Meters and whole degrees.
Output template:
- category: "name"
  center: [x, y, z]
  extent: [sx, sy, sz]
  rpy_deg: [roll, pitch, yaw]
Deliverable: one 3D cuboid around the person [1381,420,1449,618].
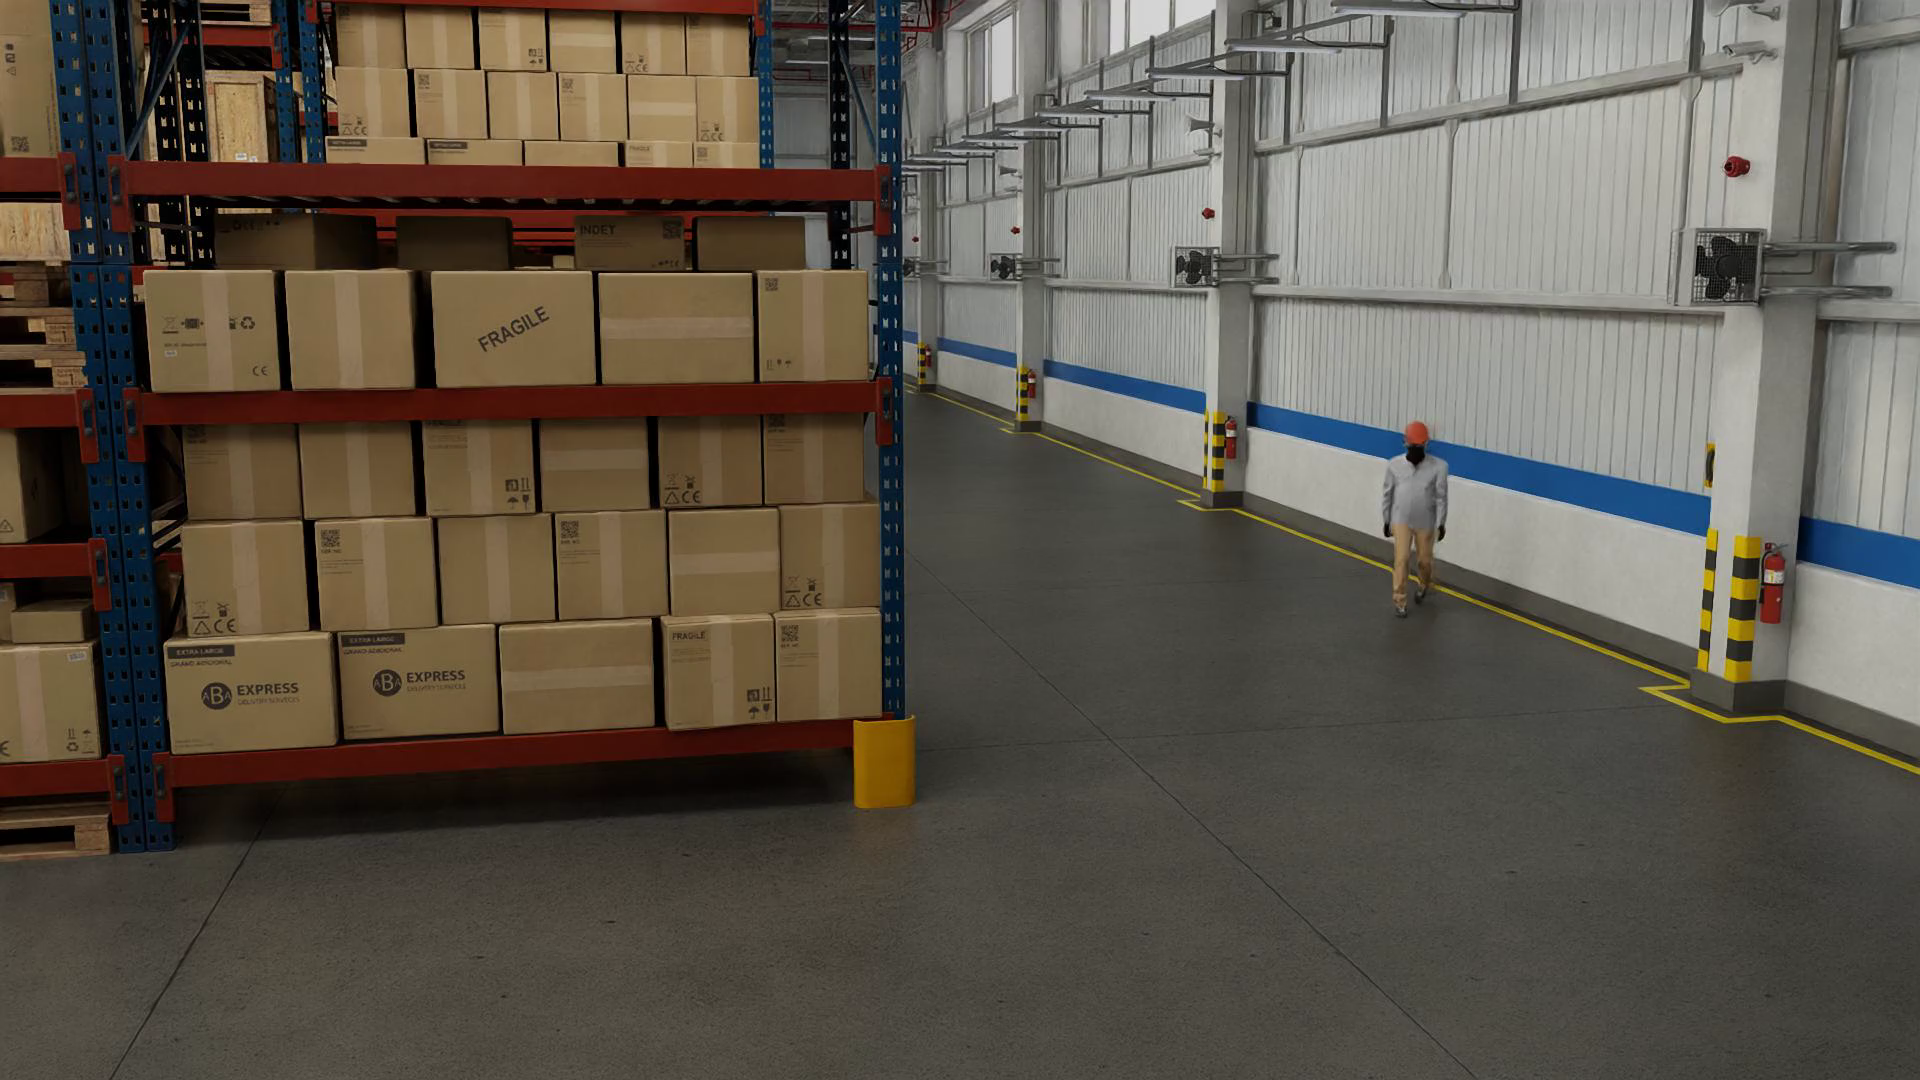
- category: "person"
  center: [3.975, -0.203, 14.547]
  extent: [0.584, 1.726, 0.639]
  rpy_deg: [3, 10, 18]
